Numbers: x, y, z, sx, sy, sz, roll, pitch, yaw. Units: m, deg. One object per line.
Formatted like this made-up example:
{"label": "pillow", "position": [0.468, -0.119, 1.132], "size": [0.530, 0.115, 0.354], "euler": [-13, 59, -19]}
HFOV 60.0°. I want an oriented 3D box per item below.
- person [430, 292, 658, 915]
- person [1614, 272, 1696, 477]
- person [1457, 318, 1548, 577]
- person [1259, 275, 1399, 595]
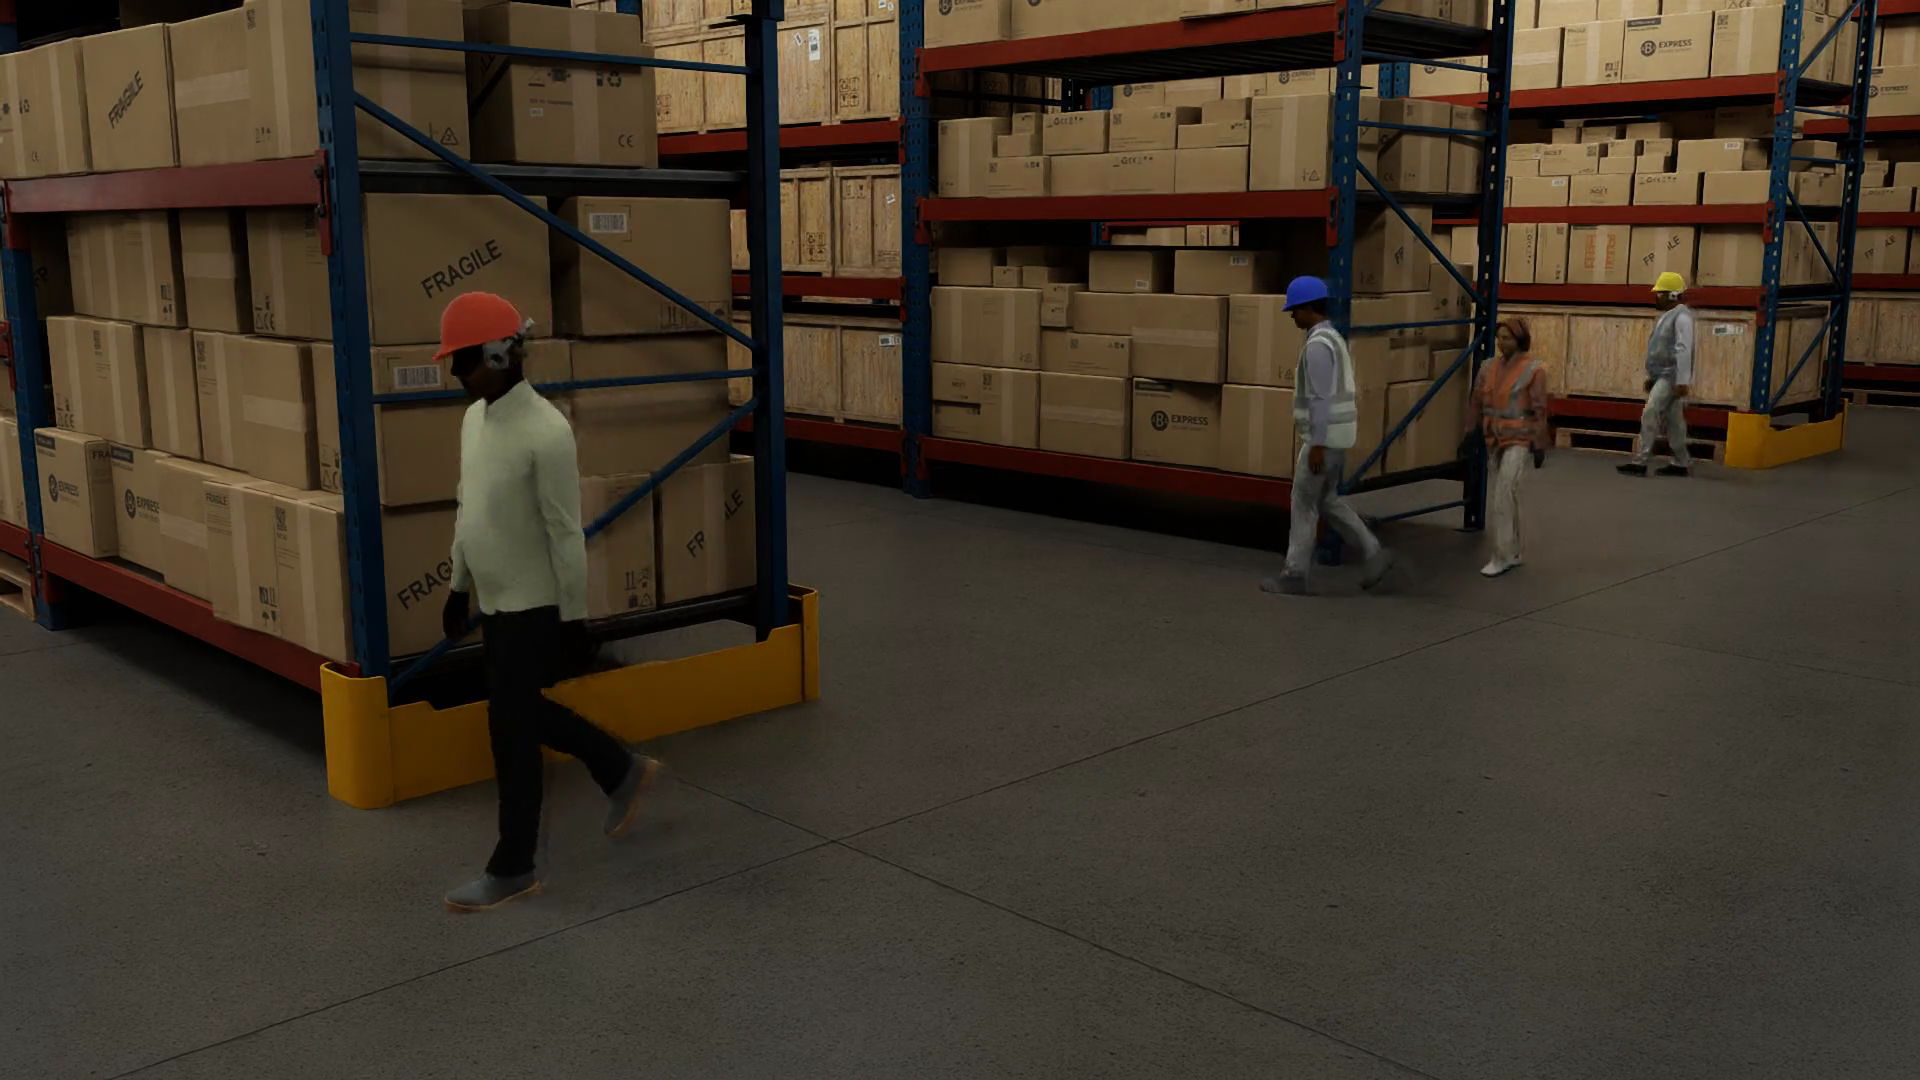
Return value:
{"label": "person", "position": [-1.362, 0.169, 5.452], "size": [0.788, 1.962, 0.637], "euler": [-8, 13, -36]}
{"label": "person", "position": [6.121, -1.446, 14.659], "size": [0.778, 1.801, 0.629], "euler": [2, 11, 11]}
{"label": "person", "position": [3.392, -0.581, 10.487], "size": [0.667, 1.617, 0.536], "euler": [-5, 12, -26]}
{"label": "person", "position": [2.224, -0.608, 9.848], "size": [0.761, 1.906, 0.670], "euler": [3, 11, 16]}
